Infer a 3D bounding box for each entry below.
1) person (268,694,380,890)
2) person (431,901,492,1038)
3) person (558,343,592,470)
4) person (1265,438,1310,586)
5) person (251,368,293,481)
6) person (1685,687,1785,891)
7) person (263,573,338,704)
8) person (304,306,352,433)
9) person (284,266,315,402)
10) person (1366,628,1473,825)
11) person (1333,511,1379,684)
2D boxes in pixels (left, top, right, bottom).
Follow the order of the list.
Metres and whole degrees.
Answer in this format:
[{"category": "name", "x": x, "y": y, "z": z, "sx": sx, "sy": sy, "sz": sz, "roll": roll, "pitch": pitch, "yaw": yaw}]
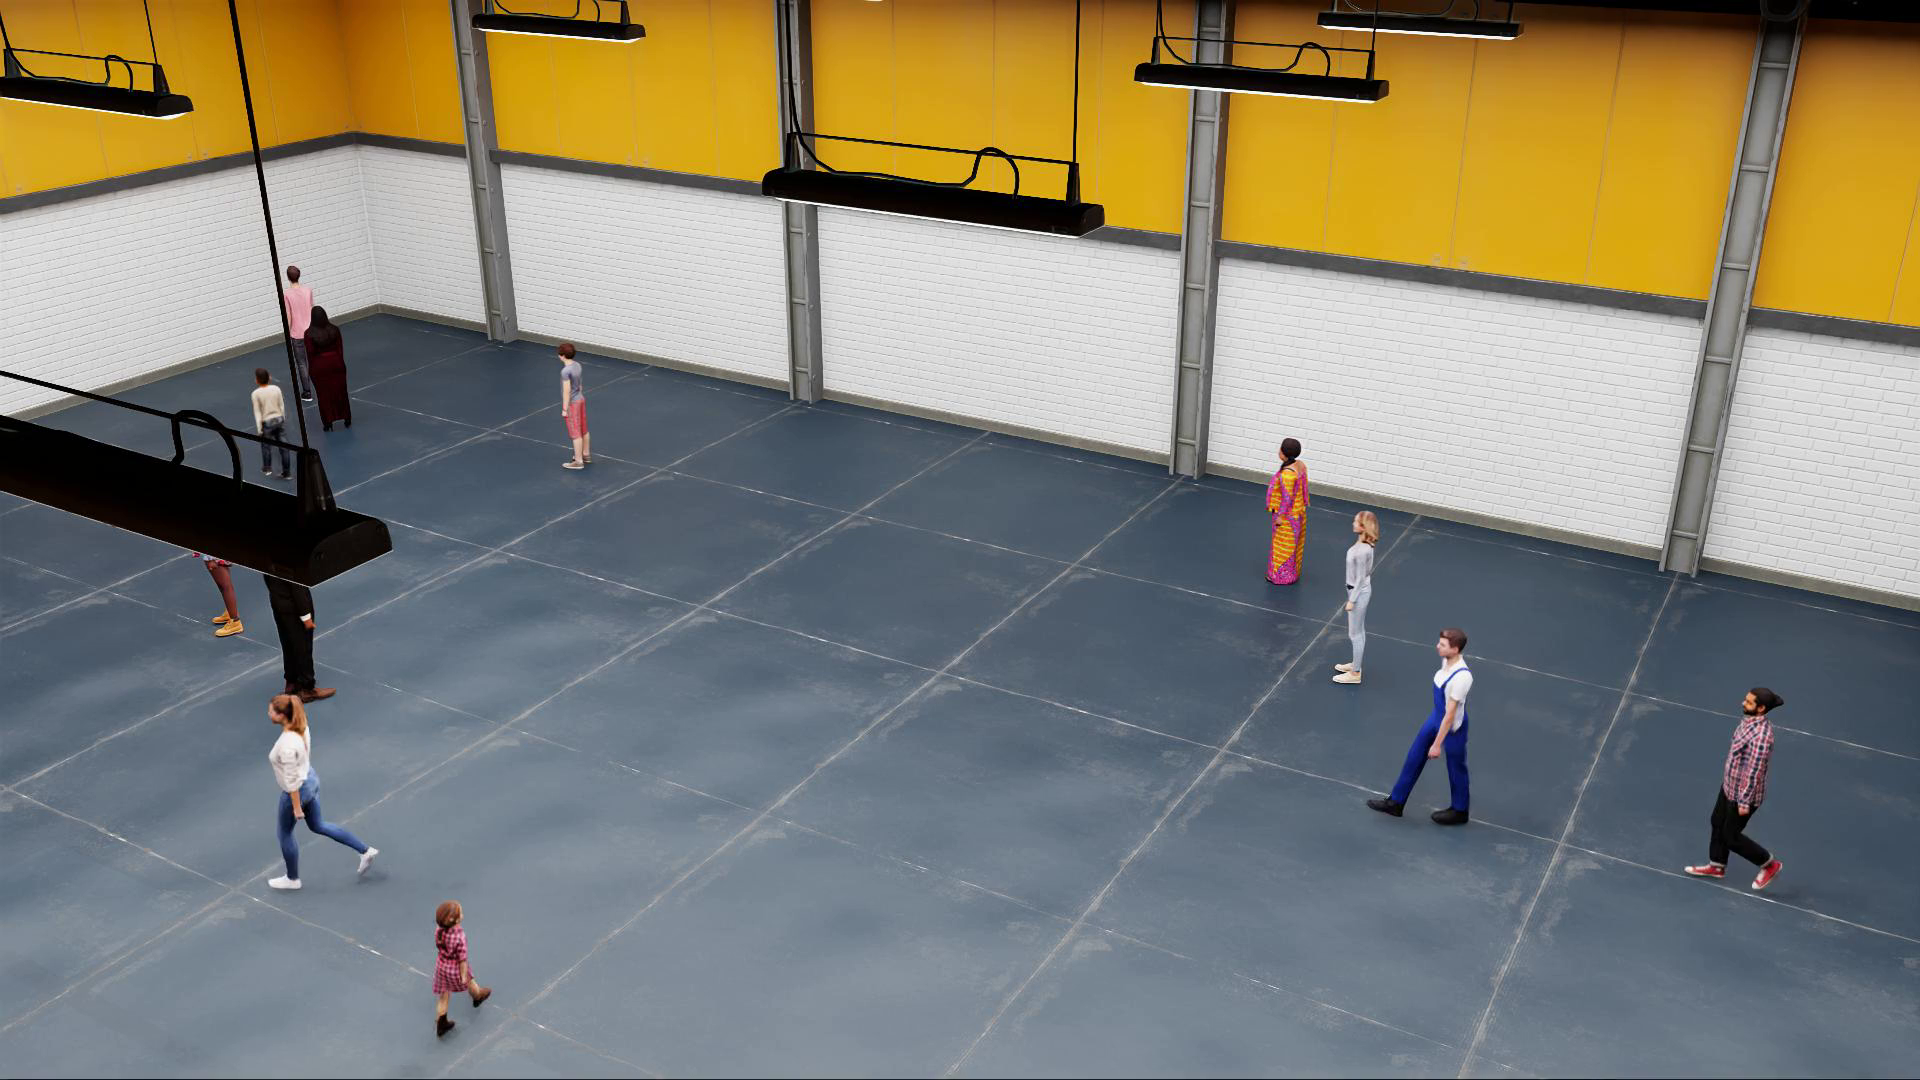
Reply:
[{"category": "person", "x": -5.042, "y": 1.974, "z": 12.966, "sx": 1.166, "sy": 1.692, "sz": 0.987, "roll": -1, "pitch": 24, "yaw": -2}, {"category": "person", "x": -3.555, "y": 2.977, "z": 11.538, "sx": 0.719, "sy": 0.996, "sz": 0.555, "roll": 9, "pitch": 25, "yaw": 20}, {"category": "person", "x": -4.995, "y": -1.750, "z": 21.534, "sx": 0.597, "sy": 1.651, "sz": 0.627, "roll": 7, "pitch": 25, "yaw": 15}, {"category": "person", "x": 3.580, "y": -0.349, "z": 18.294, "sx": 0.661, "sy": 1.681, "sz": 0.656, "roll": 11, "pitch": 26, "yaw": 23}, {"category": "person", "x": -8.702, "y": -1.447, "z": 21.096, "sx": 0.716, "sy": 1.447, "sz": 0.864, "roll": -17, "pitch": 29, "yaw": -34}, {"category": "person", "x": 6.173, "y": 1.944, "z": 12.962, "sx": 0.983, "sy": 1.750, "sz": 0.841, "roll": 6, "pitch": 24, "yaw": 13}, {"category": "person", "x": -6.347, "y": 0.630, "z": 15.775, "sx": 0.599, "sy": 1.904, "sz": 0.802, "roll": 18, "pitch": 30, "yaw": 36}, {"category": "person", "x": -8.665, "y": -2.358, "z": 22.793, "sx": 0.739, "sy": 1.757, "sz": 0.718, "roll": -19, "pitch": 30, "yaw": -36}, {"category": "person", "x": -9.476, "y": -2.988, "z": 23.984, "sx": 0.600, "sy": 1.958, "sz": 0.670, "roll": 19, "pitch": 30, "yaw": 37}, {"category": "person", "x": 4.121, "y": 1.565, "z": 13.738, "sx": 1.196, "sy": 1.822, "sz": 1.024, "roll": -1, "pitch": 24, "yaw": -2}, {"category": "person", "x": 3.858, "y": 0.545, "z": 16.106, "sx": 0.568, "sy": 1.796, "sz": 0.626, "roll": 8, "pitch": 25, "yaw": 17}]
